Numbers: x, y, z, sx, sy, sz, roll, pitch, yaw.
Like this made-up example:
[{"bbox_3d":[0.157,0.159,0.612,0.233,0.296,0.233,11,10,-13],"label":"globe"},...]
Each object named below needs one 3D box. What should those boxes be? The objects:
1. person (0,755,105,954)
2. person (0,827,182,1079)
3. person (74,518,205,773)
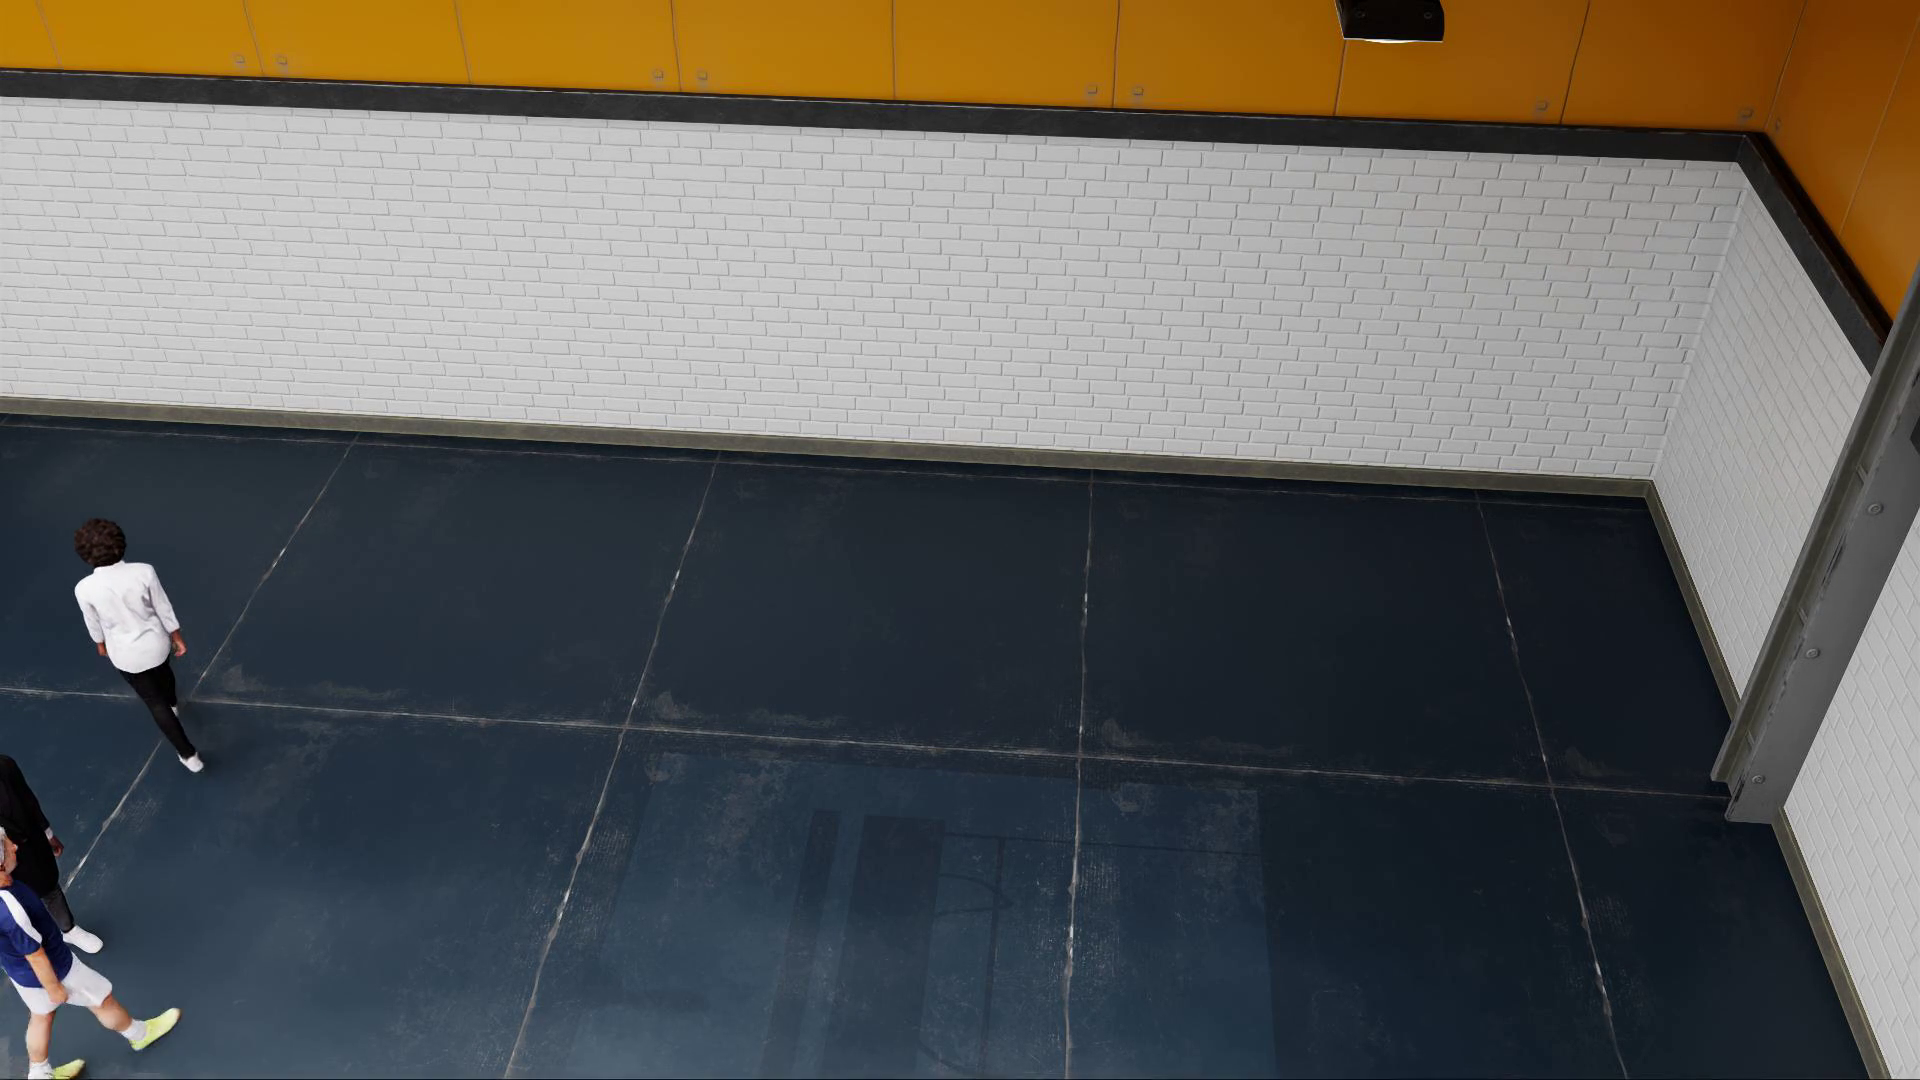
[{"bbox_3d":[-5.152,1.694,9.006,0.786,1.761,0.656,21,43,24],"label":"person"},{"bbox_3d":[-4.701,2.169,8.372,0.972,1.809,1.127,25,45,28],"label":"person"},{"bbox_3d":[-5.040,0.692,10.257,1.116,1.765,1.178,-26,46,-29],"label":"person"}]
